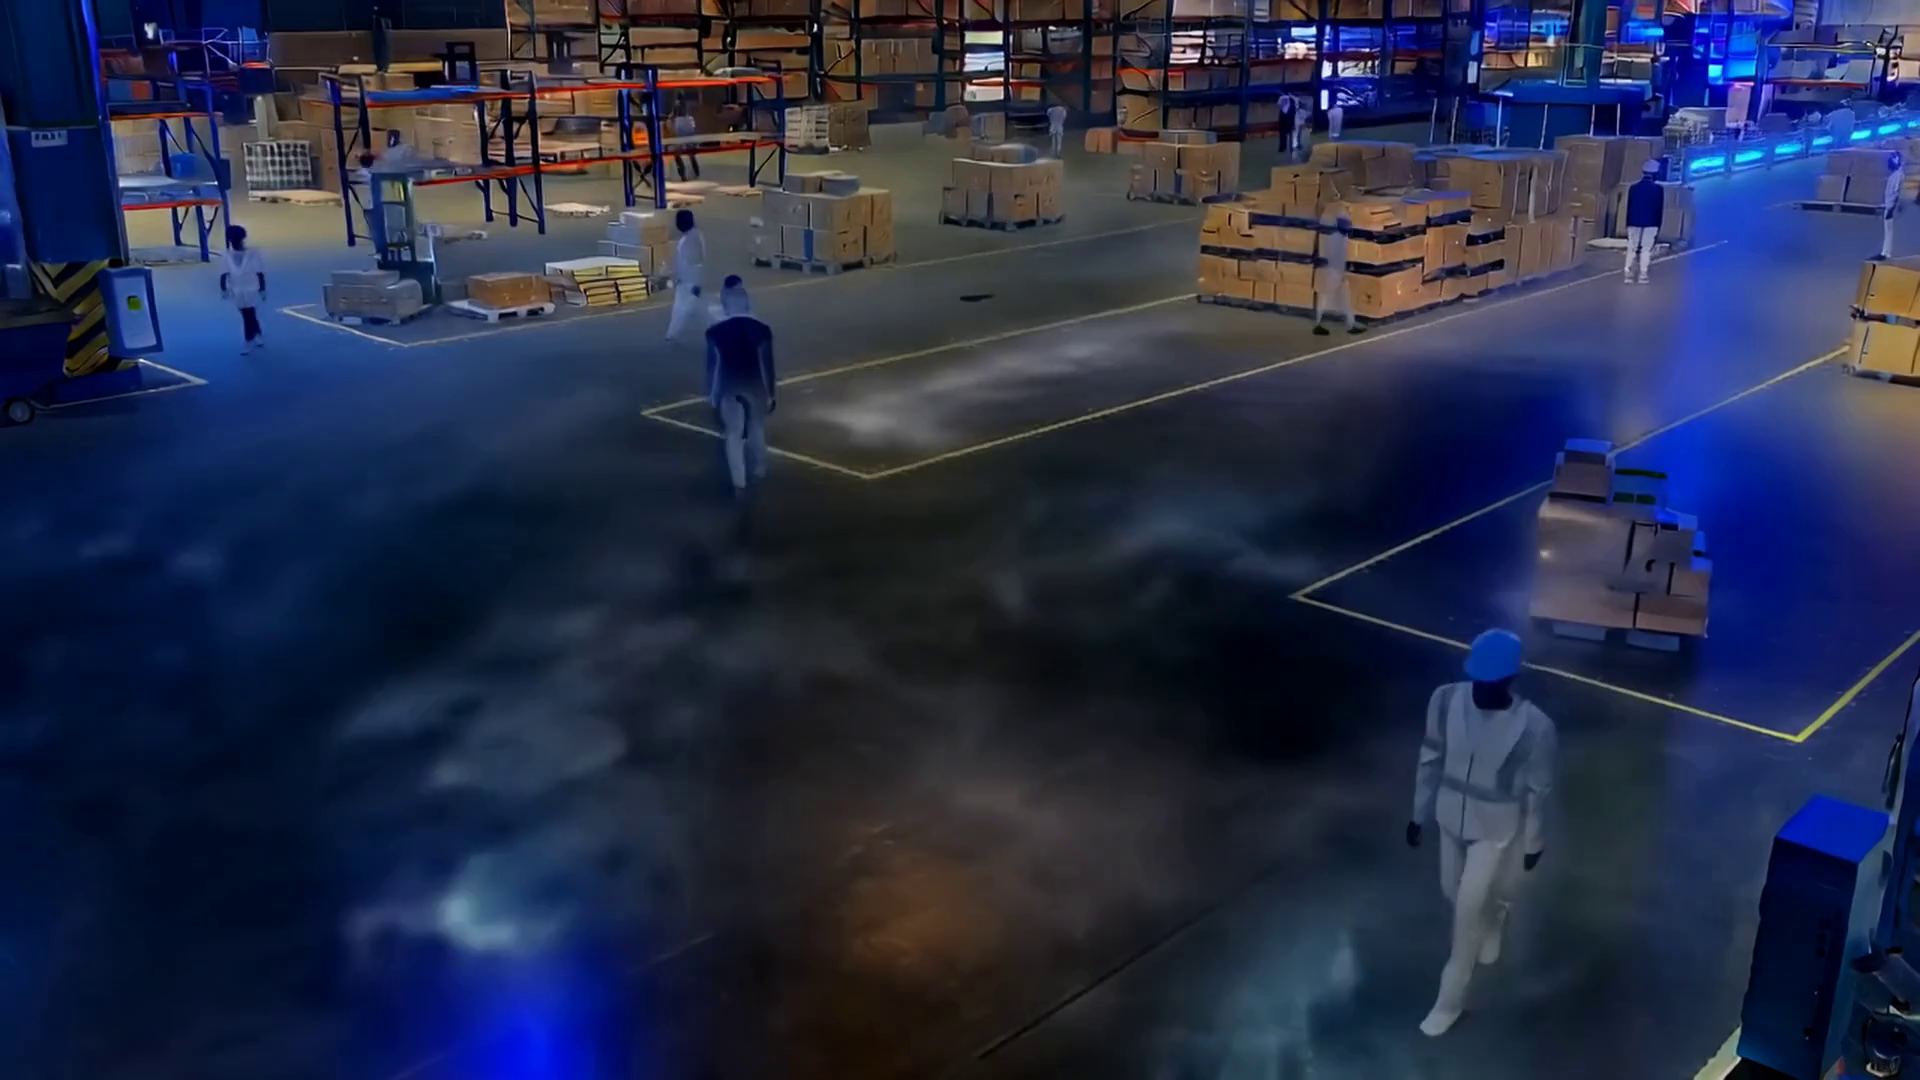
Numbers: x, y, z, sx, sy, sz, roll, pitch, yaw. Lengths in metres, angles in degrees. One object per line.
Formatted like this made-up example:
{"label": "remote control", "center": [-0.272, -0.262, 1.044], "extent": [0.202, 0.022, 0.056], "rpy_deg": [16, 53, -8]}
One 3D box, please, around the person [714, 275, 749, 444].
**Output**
{"label": "person", "center": [-2.310, -1.863, 17.175], "extent": [0.486, 1.743, 0.299], "rpy_deg": [13, 22, 34]}

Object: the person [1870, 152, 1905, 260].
{"label": "person", "center": [15.948, -5.688, 28.502], "extent": [0.310, 1.868, 0.533], "rpy_deg": [7, 20, 20]}

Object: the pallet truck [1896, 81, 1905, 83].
{"label": "pallet truck", "center": [34.802, -16.331, 61.455], "extent": [0.653, 1.274, 1.630], "rpy_deg": [17, 25, 41]}

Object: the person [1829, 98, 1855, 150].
{"label": "person", "center": [23.074, -10.634, 43.515], "extent": [0.626, 1.788, 0.889], "rpy_deg": [15, 24, 39]}

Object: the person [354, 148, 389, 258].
{"label": "person", "center": [-10.342, -5.851, 28.944], "extent": [0.674, 1.890, 0.605], "rpy_deg": [-2, 19, -7]}

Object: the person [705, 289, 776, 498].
{"label": "person", "center": [-2.048, -1.401, 15.564], "extent": [0.639, 1.885, 1.002], "rpy_deg": [-3, 19, -8]}

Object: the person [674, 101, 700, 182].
{"label": "person", "center": [-6.677, -9.633, 40.288], "extent": [0.757, 1.916, 0.849], "rpy_deg": [13, 22, 34]}

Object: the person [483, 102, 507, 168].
{"label": "person", "center": [-11.558, -9.997, 41.406], "extent": [0.593, 1.919, 0.392], "rpy_deg": [-1, 18, -3]}

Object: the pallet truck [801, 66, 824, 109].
{"label": "pallet truck", "center": [-4.812, -15.182, 56.903], "extent": [0.823, 1.965, 1.885], "rpy_deg": [-9, 21, -26]}

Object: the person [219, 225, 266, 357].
{"label": "person", "center": [-9.255, -3.265, 21.530], "extent": [0.538, 1.658, 0.862], "rpy_deg": [0, 18, 0]}

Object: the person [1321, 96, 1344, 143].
{"label": "person", "center": [9.711, -10.677, 43.555], "extent": [0.565, 1.848, 0.670], "rpy_deg": [-7, 20, -20]}

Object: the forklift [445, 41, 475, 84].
{"label": "forklift", "center": [-16.757, -15.402, 56.186], "extent": [1.873, 2.768, 1.129], "rpy_deg": [17, 25, 41]}

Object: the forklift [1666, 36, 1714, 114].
{"label": "forklift", "center": [27.341, -17.291, 61.877], "extent": [1.129, 2.768, 1.873], "rpy_deg": [17, 25, 41]}

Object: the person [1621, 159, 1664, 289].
{"label": "person", "center": [10.724, -4.954, 26.089], "extent": [0.388, 1.992, 0.625], "rpy_deg": [-13, 22, -34]}

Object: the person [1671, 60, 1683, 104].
{"label": "person", "center": [27.698, -17.517, 64.056], "extent": [0.614, 1.925, 0.645], "rpy_deg": [-9, 20, -26]}

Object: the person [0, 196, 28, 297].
{"label": "person", "center": [-13.110, -3.843, 23.050], "extent": [0.404, 1.801, 0.622], "rpy_deg": [-10, 21, -26]}

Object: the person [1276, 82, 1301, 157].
{"label": "person", "center": [9.160, -11.791, 46.619], "extent": [0.689, 2.000, 0.537], "rpy_deg": [-5, 19, -16]}

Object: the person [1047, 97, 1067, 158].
{"label": "person", "center": [2.703, -11.498, 46.341], "extent": [0.540, 1.655, 0.863], "rpy_deg": [3, 19, 8]}

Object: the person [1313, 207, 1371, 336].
{"label": "person", "center": [5.179, -3.600, 22.423], "extent": [0.769, 1.736, 0.538], "rpy_deg": [10, 21, 27]}

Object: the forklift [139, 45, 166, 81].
{"label": "forklift", "center": [-25.287, -14.121, 52.325], "extent": [1.129, 2.768, 1.873], "rpy_deg": [17, 25, 41]}

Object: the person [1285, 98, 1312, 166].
{"label": "person", "center": [8.603, -10.280, 42.317], "extent": [0.661, 1.903, 0.620], "rpy_deg": [6, 19, 18]}

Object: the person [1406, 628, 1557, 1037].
{"label": "person", "center": [2.392, 1.248, 7.572], "extent": [0.870, 1.897, 0.589], "rpy_deg": [-17, 25, -42]}

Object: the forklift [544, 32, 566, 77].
{"label": "forklift", "center": [-16.496, -19.296, 67.919], "extent": [1.129, 2.768, 1.873], "rpy_deg": [17, 25, 41]}

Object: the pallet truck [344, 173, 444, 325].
{"label": "pallet truck", "center": [-8.209, -4.181, 23.757], "extent": [0.823, 1.965, 1.885], "rpy_deg": [3, 19, 9]}

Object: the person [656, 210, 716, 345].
{"label": "person", "center": [-3.516, -3.439, 21.856], "extent": [0.980, 1.798, 0.617], "rpy_deg": [2, 18, 6]}

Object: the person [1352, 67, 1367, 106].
{"label": "person", "center": [15.653, -17.667, 65.020], "extent": [0.503, 1.595, 0.813], "rpy_deg": [-4, 19, -12]}

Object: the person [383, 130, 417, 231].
{"label": "person", "center": [-10.874, -6.963, 32.251], "extent": [0.660, 1.923, 0.440], "rpy_deg": [8, 20, 22]}
